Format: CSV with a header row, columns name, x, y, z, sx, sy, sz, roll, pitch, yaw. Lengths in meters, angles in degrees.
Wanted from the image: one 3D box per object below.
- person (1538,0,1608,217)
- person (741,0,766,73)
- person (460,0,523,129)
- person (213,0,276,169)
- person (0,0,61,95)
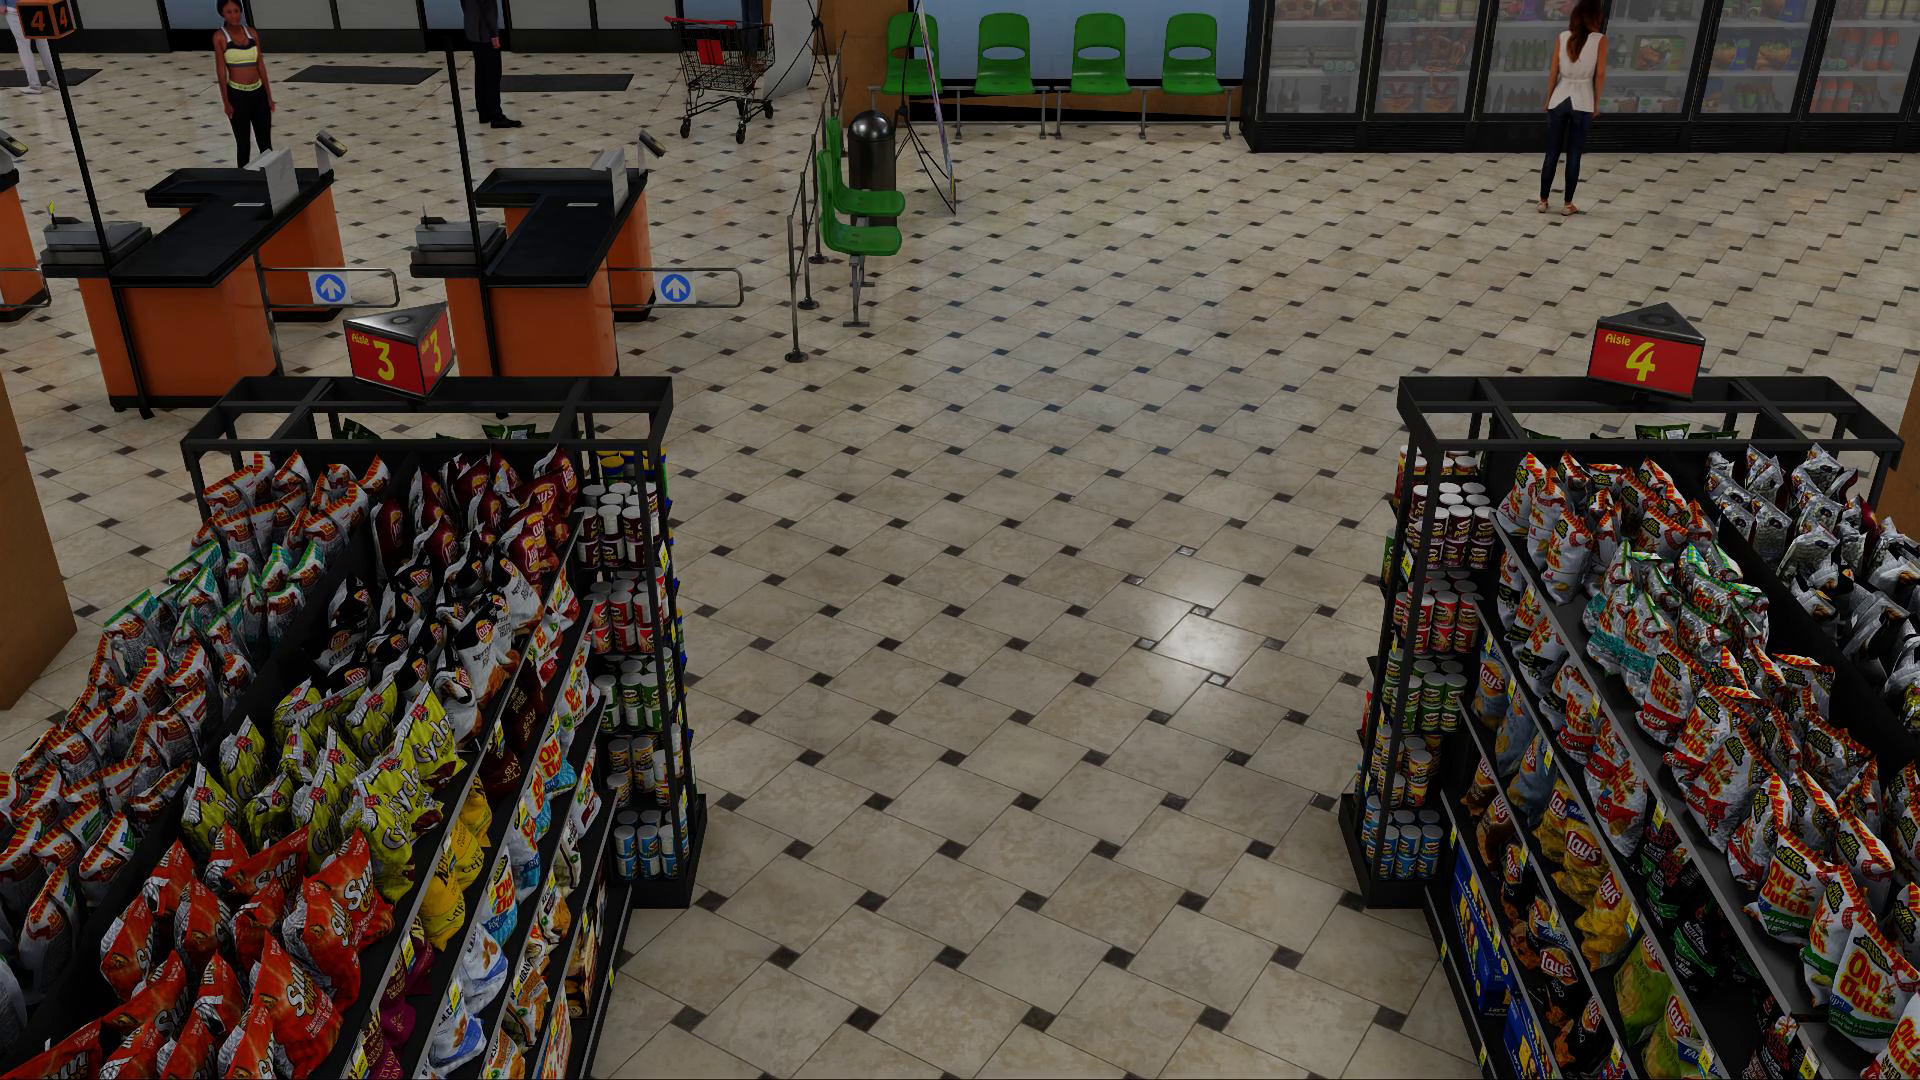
name,x,y,z,sx,sy,sz,roll,pitch,yaw
person,5.054,-3.585,13.750,0.676,1.786,0.685,16,32,26
person,-2.328,-6.104,18.358,0.726,1.792,0.616,-15,32,-25
person,-4.656,-4.995,16.277,0.863,1.840,0.764,-21,35,-33
person,-5.994,-3.694,13.984,0.639,1.753,0.693,-24,37,-37
person,-9.848,-5.658,17.441,0.804,1.888,0.685,16,32,26
